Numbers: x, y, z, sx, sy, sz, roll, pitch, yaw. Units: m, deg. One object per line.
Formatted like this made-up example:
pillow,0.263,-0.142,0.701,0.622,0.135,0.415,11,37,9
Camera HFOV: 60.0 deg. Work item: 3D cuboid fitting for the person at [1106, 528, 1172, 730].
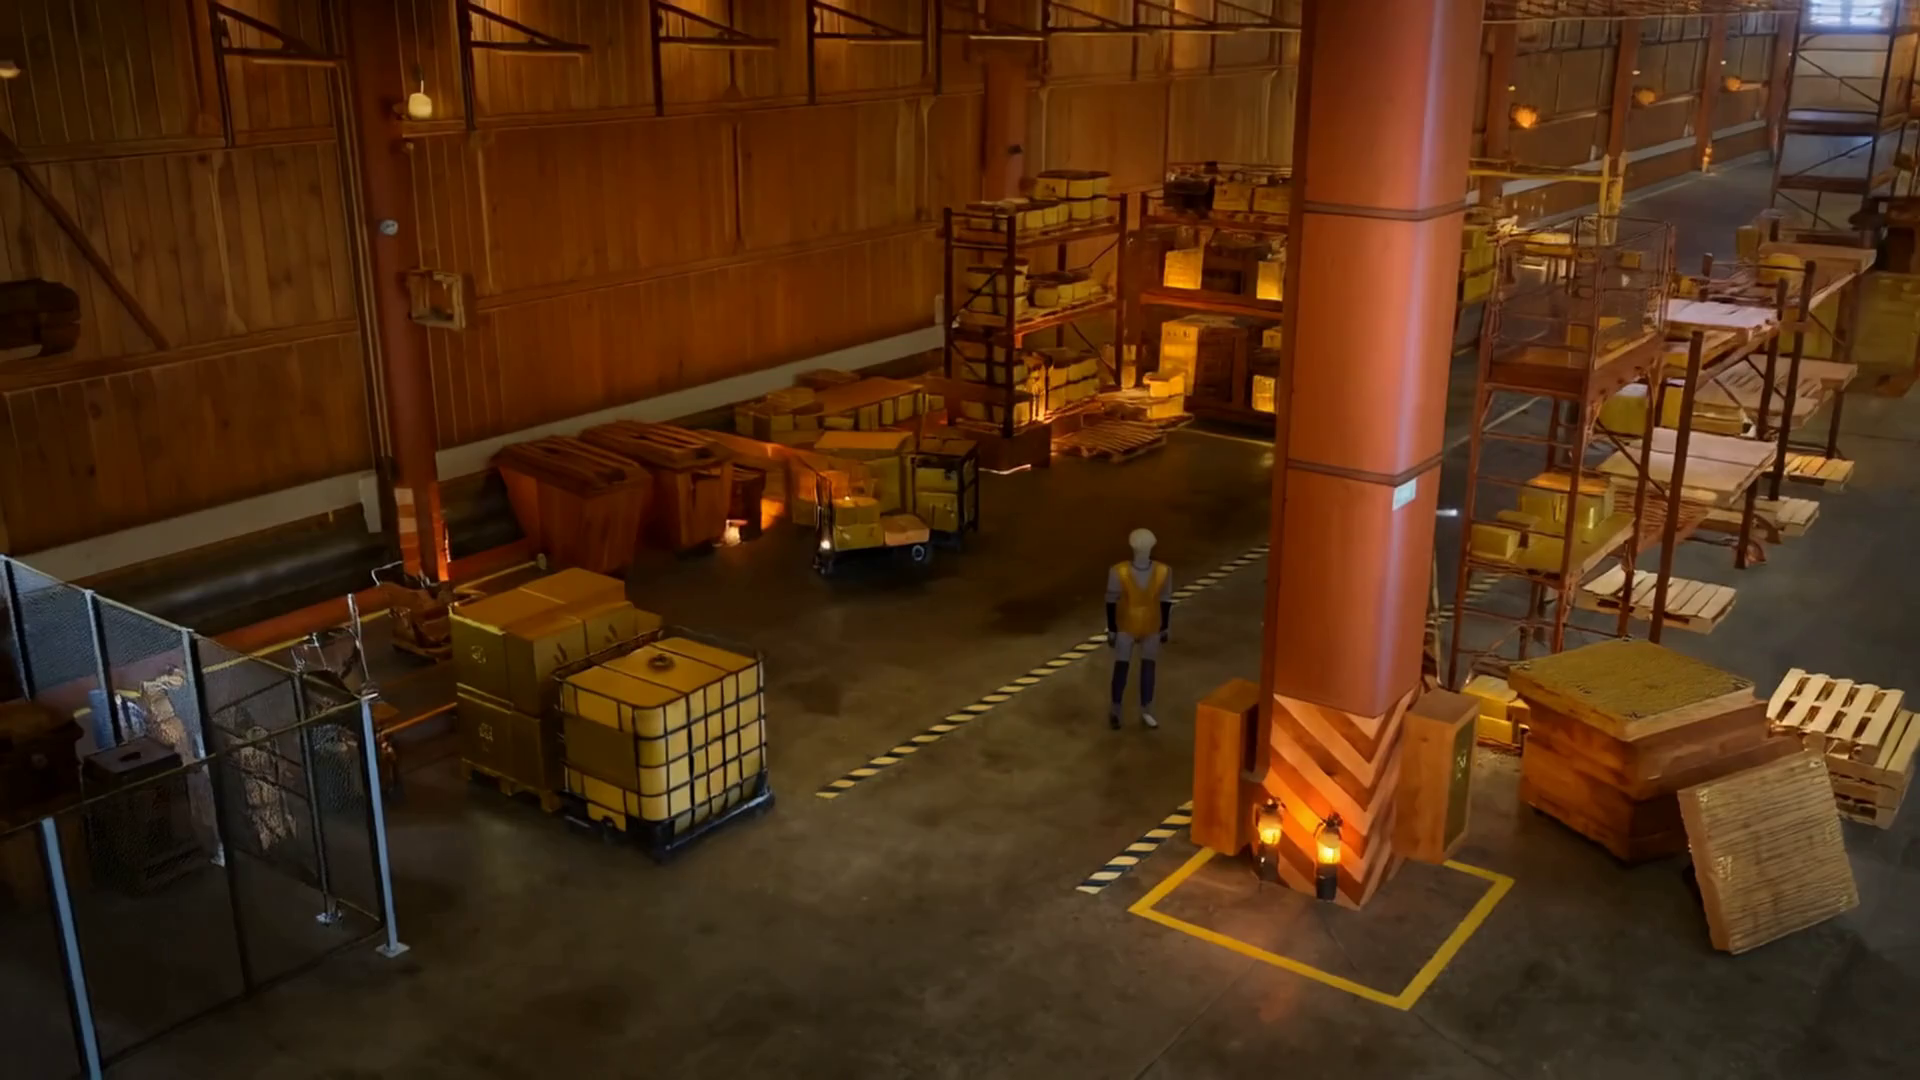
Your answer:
person,1.428,0.707,13.323,0.539,1.698,0.318,-2,18,-7

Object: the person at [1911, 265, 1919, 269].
person,17.928,-5.122,30.788,0.542,1.939,0.361,5,19,16

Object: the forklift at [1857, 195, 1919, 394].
forklift,14.101,-3.802,25.256,1.129,2.768,1.873,13,22,34

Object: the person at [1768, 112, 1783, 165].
person,28.770,-14.142,58.566,0.567,1.830,0.457,-10,21,-29
